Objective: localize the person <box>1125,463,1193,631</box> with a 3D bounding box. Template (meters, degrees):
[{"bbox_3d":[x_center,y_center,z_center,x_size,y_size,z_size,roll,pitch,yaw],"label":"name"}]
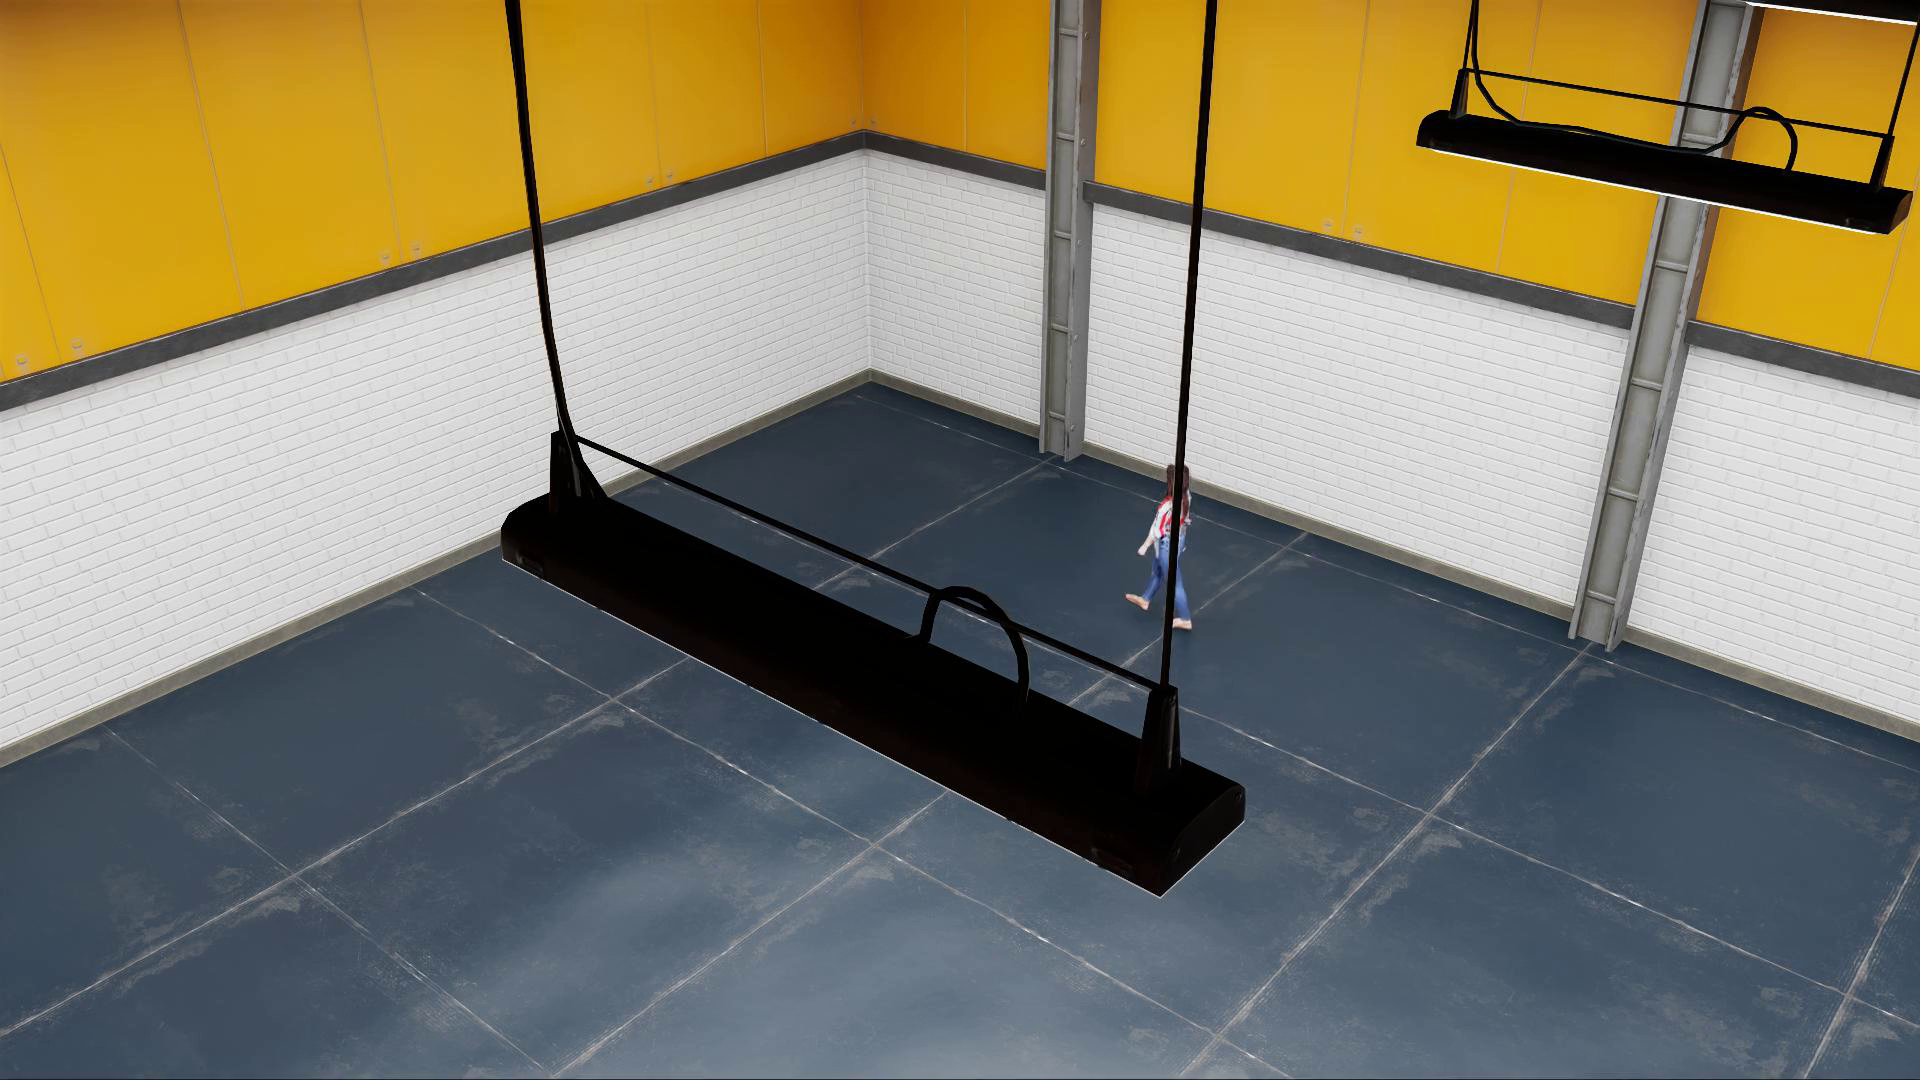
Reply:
[{"bbox_3d":[1.925,0.087,14.738,0.986,1.581,0.716,15,32,26],"label":"person"}]
